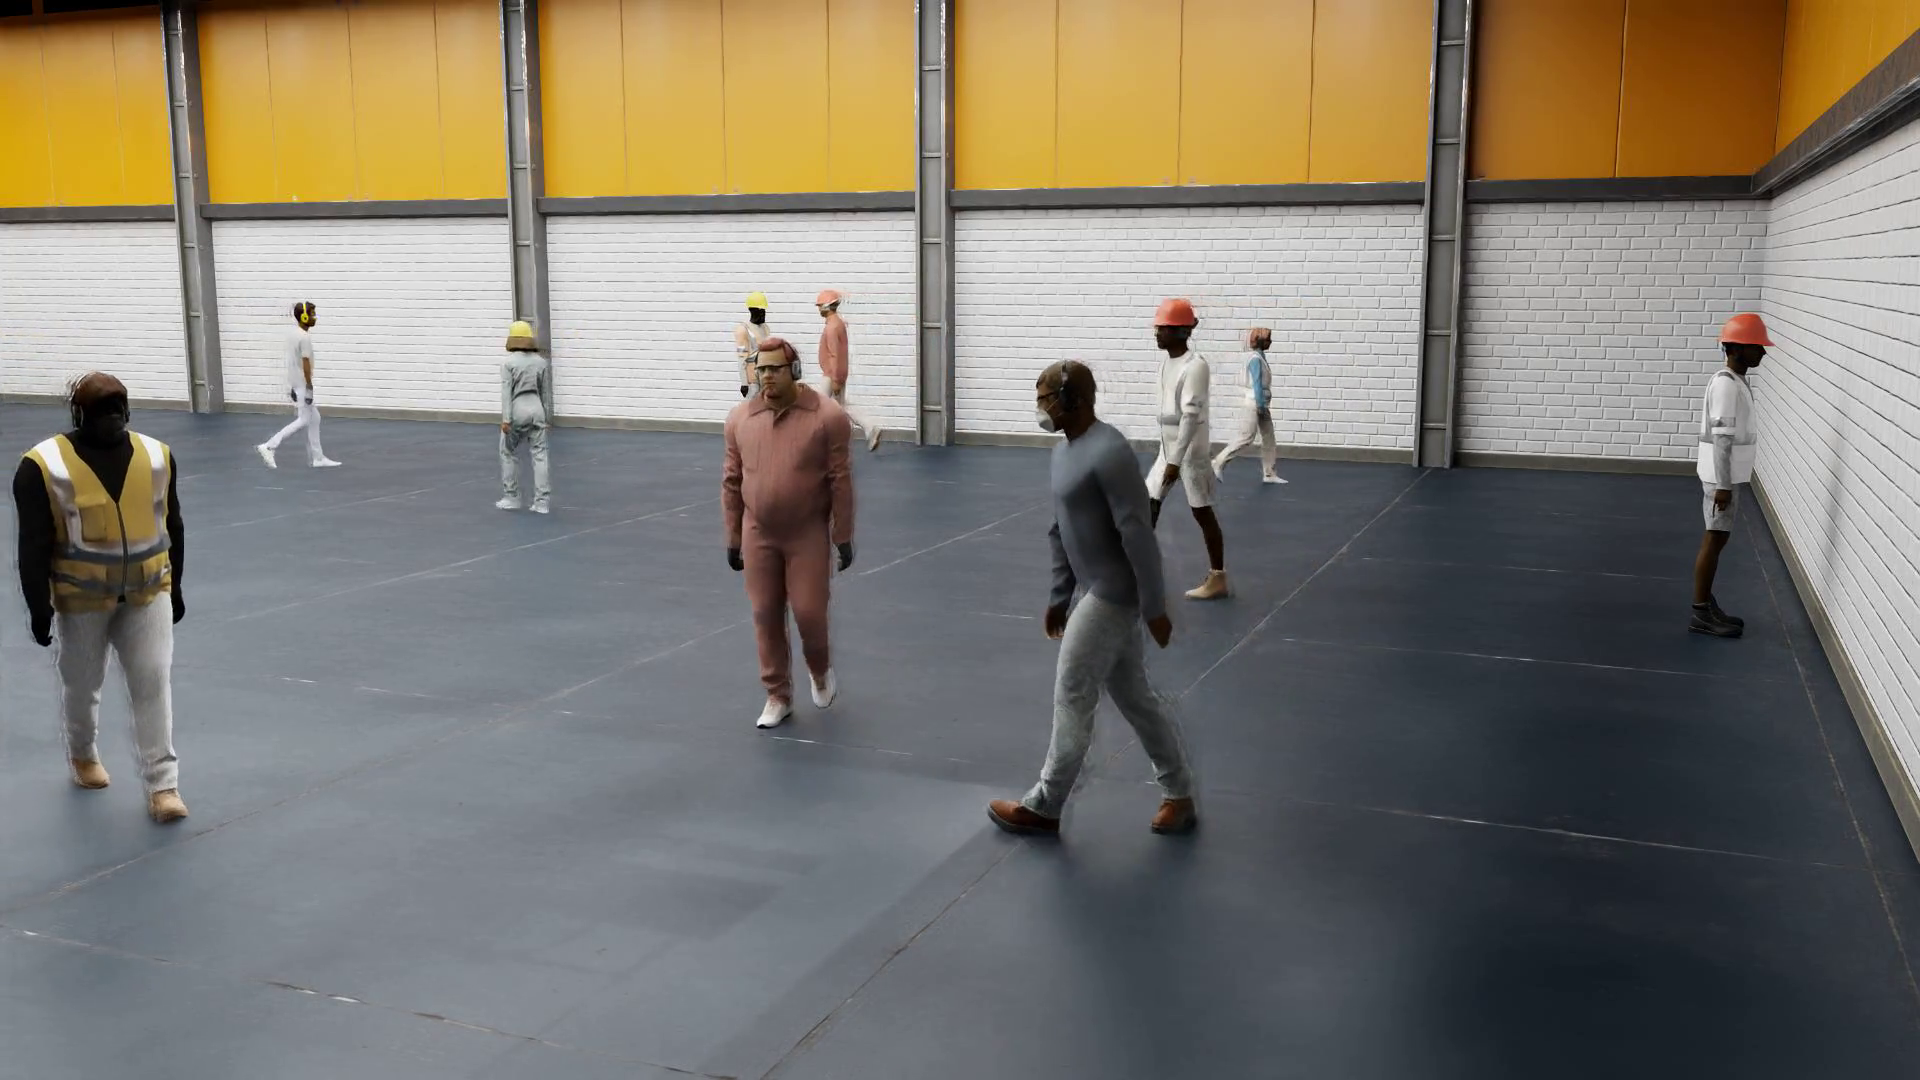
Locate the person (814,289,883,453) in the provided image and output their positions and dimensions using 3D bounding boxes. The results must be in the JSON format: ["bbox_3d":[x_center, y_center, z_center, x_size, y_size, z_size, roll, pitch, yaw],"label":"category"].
[{"bbox_3d":[-1.379,-1.928,19.266,0.858,1.962,0.610,1,9,8],"label":"person"}]

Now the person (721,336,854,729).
[{"bbox_3d":[-0.840,-0.037,8.027,0.662,1.884,0.458,2,10,10],"label":"person"}]

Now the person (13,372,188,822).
[{"bbox_3d":[-3.512,0.206,6.832,0.645,1.807,0.951,-8,13,-42],"label":"person"}]

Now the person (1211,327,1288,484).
[{"bbox_3d":[2.951,-1.367,16.925,0.730,1.612,0.516,3,10,19],"label":"person"}]

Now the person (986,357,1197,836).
[{"bbox_3d":[0.564,0.235,6.471,0.860,1.879,0.653,-1,9,-6],"label":"person"}]

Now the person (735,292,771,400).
[{"bbox_3d":[-2.278,-1.818,18.702,0.373,1.925,0.595,4,10,25],"label":"person"}]

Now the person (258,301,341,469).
[{"bbox_3d":[-7.252,-1.675,18.144,0.807,1.838,0.524,-6,11,-33],"label":"person"}]

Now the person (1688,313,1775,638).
[{"bbox_3d":[4.647,-0.390,10.019,0.375,1.935,0.551,5,11,28],"label":"person"}]

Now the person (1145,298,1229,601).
[{"bbox_3d":[1.348,-0.566,10.888,1.030,1.999,0.616,-4,10,-22],"label":"person"}]

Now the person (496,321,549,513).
[{"bbox_3d":[-3.974,-1.109,15.026,0.702,1.717,0.519,9,13,43],"label":"person"}]
